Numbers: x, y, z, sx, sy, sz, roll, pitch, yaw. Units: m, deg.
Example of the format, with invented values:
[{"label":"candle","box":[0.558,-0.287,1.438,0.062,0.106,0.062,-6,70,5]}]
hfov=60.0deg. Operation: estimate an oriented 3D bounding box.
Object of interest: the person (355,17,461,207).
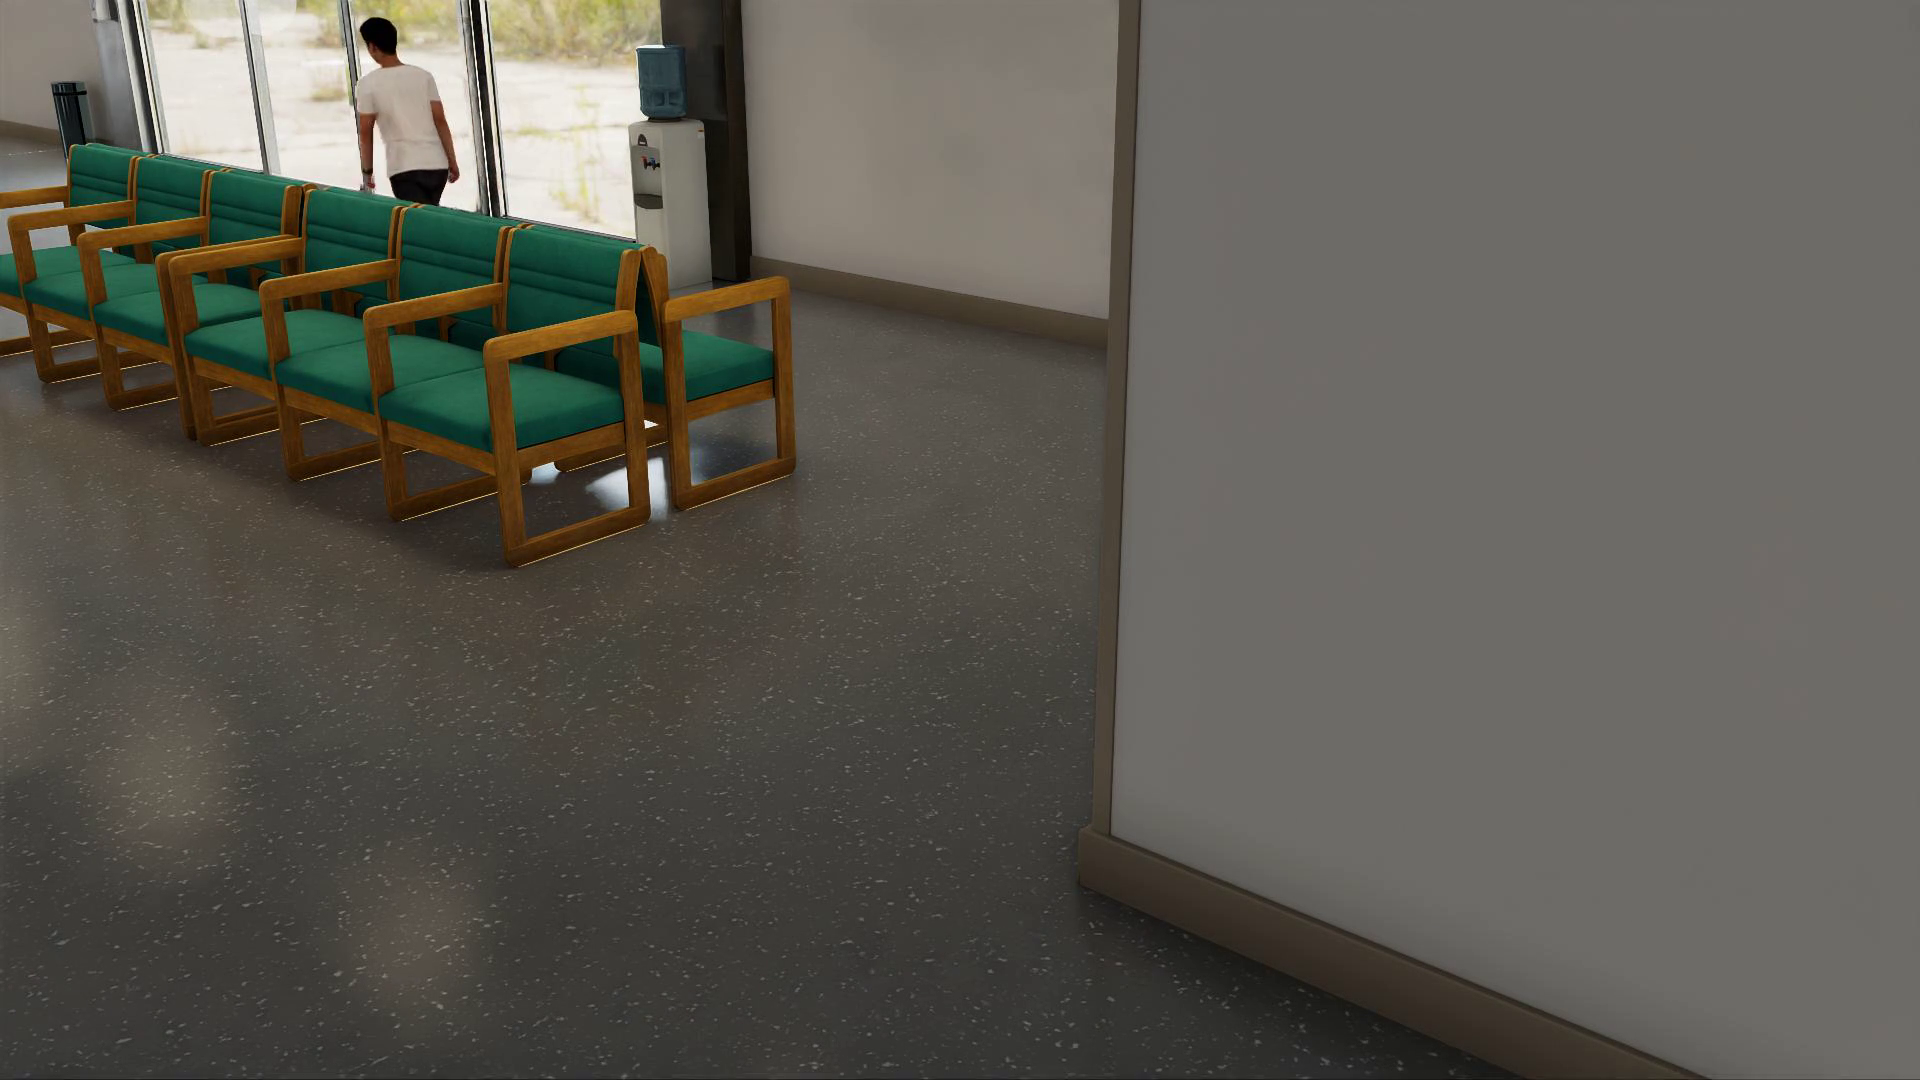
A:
[{"label":"person","box":[-3.179,-2.194,9.841,0.922,1.667,0.813,-12,24,-29]}]
